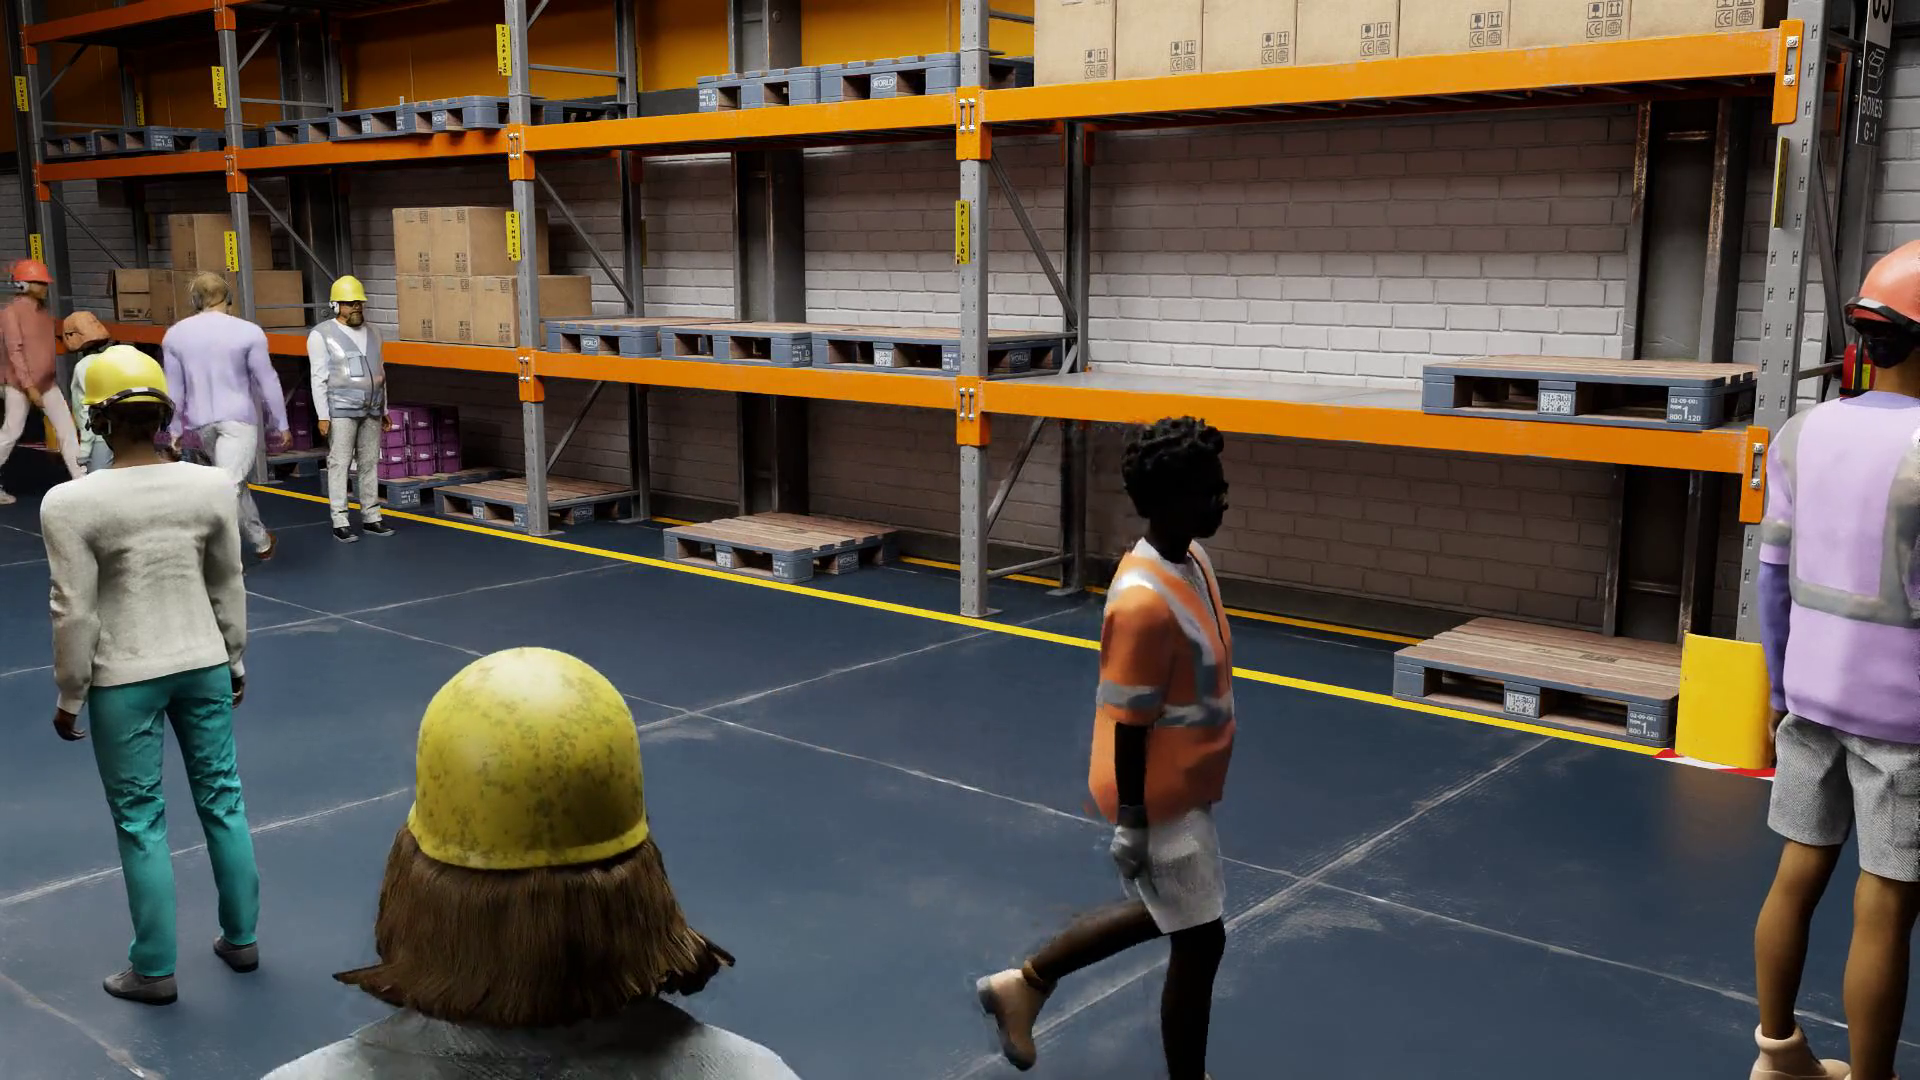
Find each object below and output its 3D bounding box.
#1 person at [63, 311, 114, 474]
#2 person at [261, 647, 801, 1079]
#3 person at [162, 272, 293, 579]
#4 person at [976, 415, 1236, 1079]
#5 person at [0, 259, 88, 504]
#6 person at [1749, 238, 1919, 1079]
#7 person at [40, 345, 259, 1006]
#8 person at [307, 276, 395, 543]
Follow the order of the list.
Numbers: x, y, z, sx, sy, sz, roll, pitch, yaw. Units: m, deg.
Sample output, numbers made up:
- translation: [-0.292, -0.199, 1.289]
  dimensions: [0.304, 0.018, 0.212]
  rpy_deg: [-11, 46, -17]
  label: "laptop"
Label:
- translation: [-5.390, -0.608, 10.403]
  dimensions: [0.279, 1.633, 0.497]
  rpy_deg: [-2, 10, -9]
  label: "person"
- translation: [-0.356, 0.938, 1.417]
  dimensions: [0.500, 1.700, 0.908]
  rpy_deg: [-4, 11, -19]
  label: "person"
- translation: [-4.508, -0.703, 10.287]
  dimensions: [0.698, 1.871, 1.028]
  rpy_deg: [1, 10, 8]
  label: "person"
- translation: [0.381, 0.543, 3.734]
  dimensions: [0.657, 1.671, 0.530]
  rpy_deg: [3, 10, 14]
  label: "person"
- translation: [-7.327, -1.236, 13.129]
  dimensions: [1.070, 1.946, 0.609]
  rpy_deg: [1, 10, 8]
  label: "person"
- translation: [2.050, 0.362, 3.709]
  dimensions: [0.394, 2.044, 0.609]
  rpy_deg: [-3, 10, -15]
  label: "person"
- translation: [-2.186, 0.363, 4.497]
  dimensions: [0.328, 1.767, 0.531]
  rpy_deg: [7, 12, 36]
  label: "person"
- translation: [-4.199, -0.908, 11.542]
  dimensions: [0.404, 1.830, 0.602]
  rpy_deg: [6, 12, 32]
  label: "person"
